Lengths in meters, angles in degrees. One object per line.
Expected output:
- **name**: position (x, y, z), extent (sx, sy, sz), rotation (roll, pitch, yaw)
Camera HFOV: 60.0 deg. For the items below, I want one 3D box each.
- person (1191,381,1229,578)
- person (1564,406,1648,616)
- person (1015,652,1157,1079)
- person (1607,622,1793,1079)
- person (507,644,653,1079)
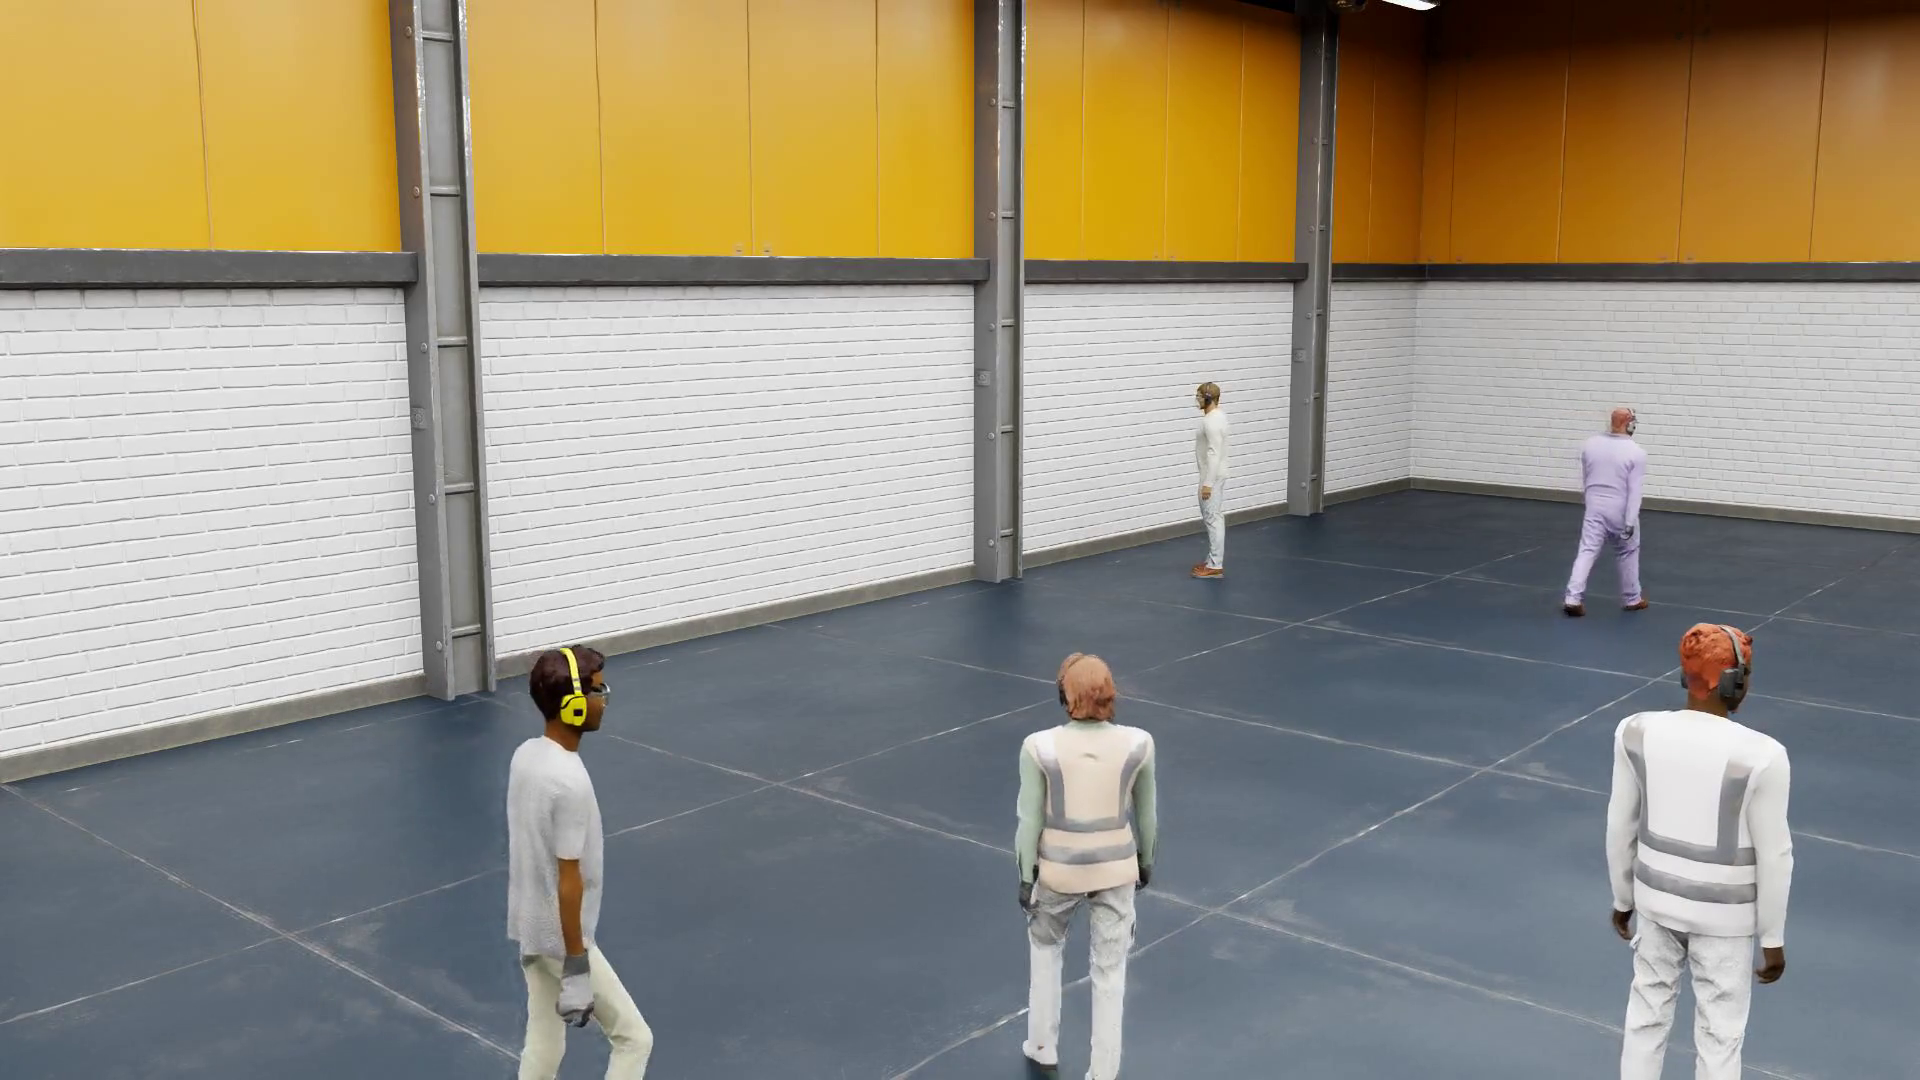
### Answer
- **person**: position (2.471, -0.593, 16.397), extent (0.356, 1.938, 0.633), rotation (2, 9, 12)
- **person**: position (5.684, -0.249, 14.553), extent (1.037, 1.857, 0.633), rotation (-8, 12, -40)
- **person**: position (0.455, 1.208, 6.084), extent (0.533, 1.621, 0.589), rotation (-1, 9, -4)
- **person**: position (2.359, 1.197, 5.333), extent (0.356, 1.885, 0.573), rotation (-8, 12, -39)
- **person**: position (-1.144, 1.232, 5.207), extent (0.673, 1.848, 0.564), rotation (-6, 11, -34)
